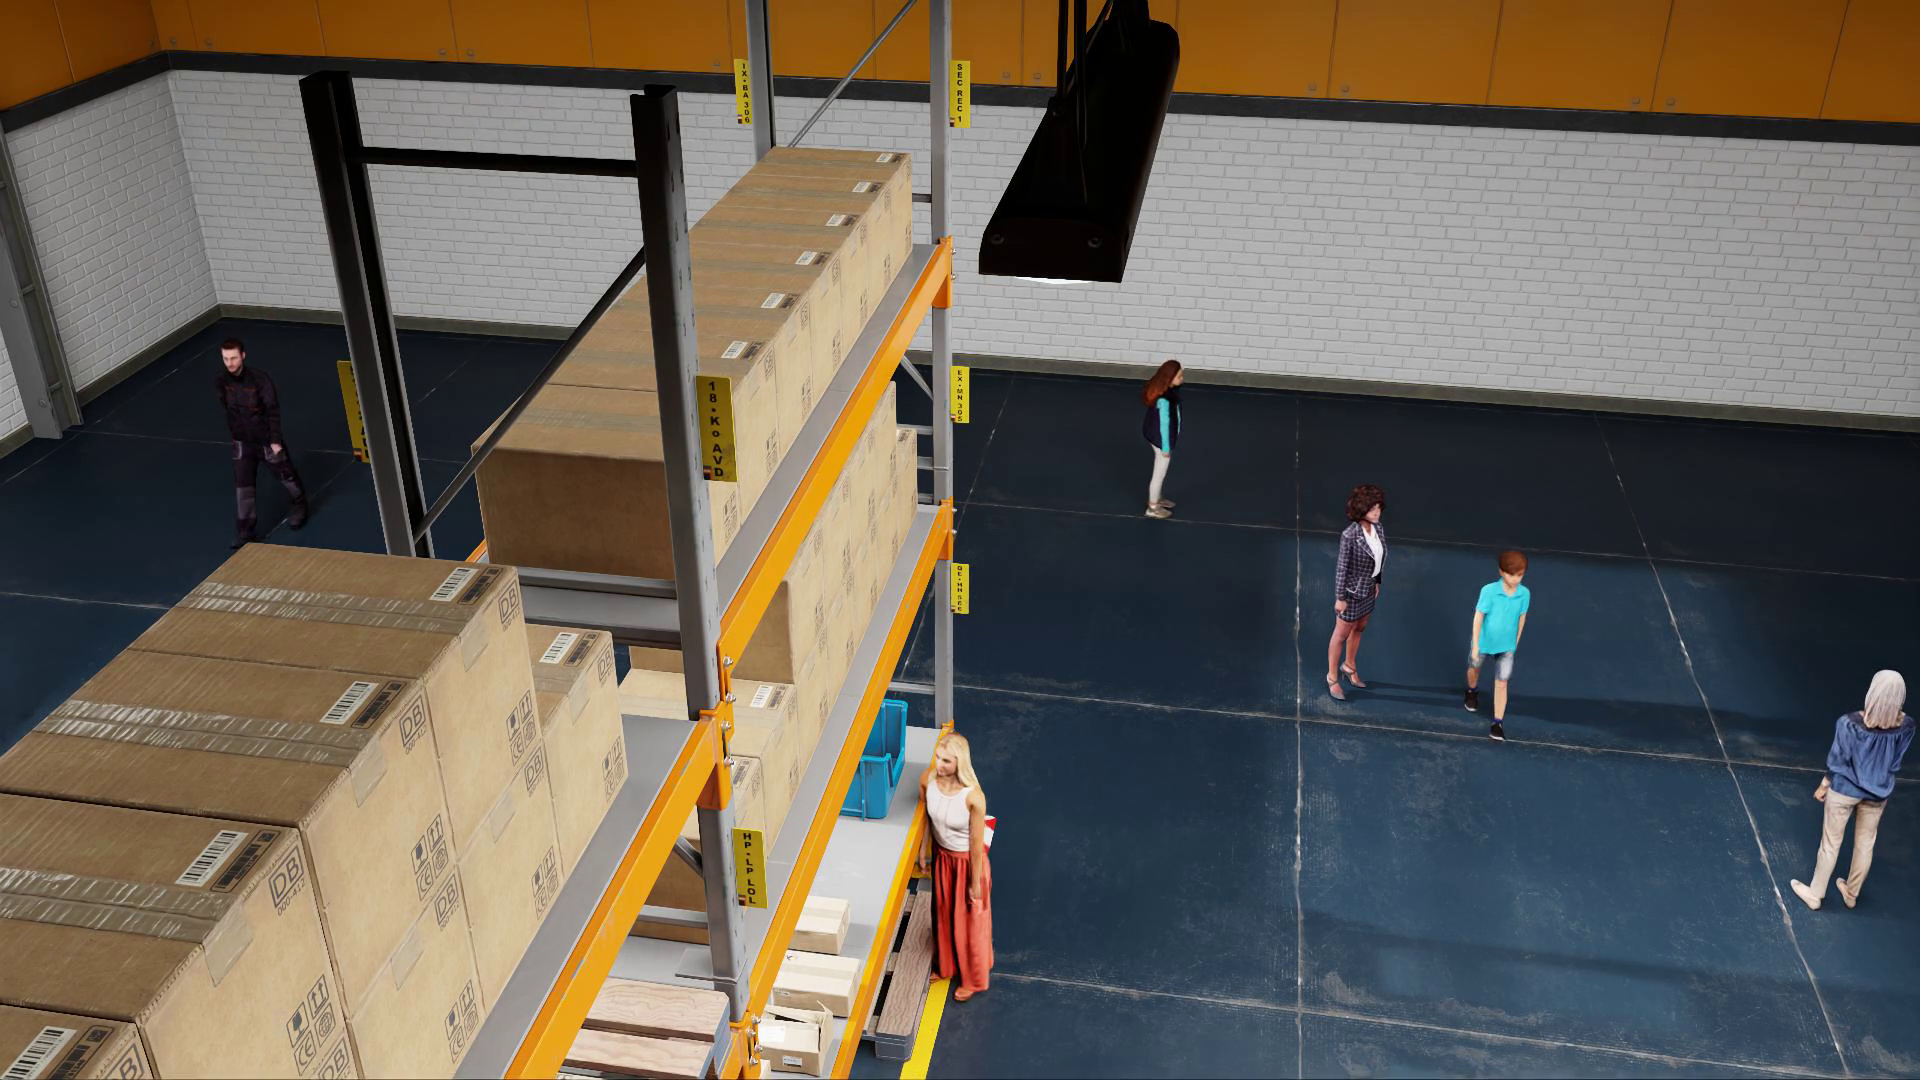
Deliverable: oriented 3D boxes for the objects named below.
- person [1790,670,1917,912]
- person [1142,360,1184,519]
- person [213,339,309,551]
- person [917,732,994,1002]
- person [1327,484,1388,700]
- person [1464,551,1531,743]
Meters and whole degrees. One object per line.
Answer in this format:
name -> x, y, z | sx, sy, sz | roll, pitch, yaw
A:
person -> 5.456, 1.526, 10.104 | 0.648, 1.697, 0.614 | 0, 29, 0
person -> 1.803, -0.919, 14.793 | 0.620, 1.498, 0.505 | 6, 29, 10
person -> -6.022, -0.882, 14.354 | 0.800, 1.854, 1.228 | 2, 29, 3
person -> -0.004, 1.833, 9.434 | 0.717, 1.800, 0.744 | 20, 35, 32
person -> 2.910, 0.372, 12.214 | 0.687, 1.703, 0.768 | -22, 36, -35
person -> 3.822, 0.686, 11.950 | 0.547, 1.404, 0.974 | 4, 29, 8
